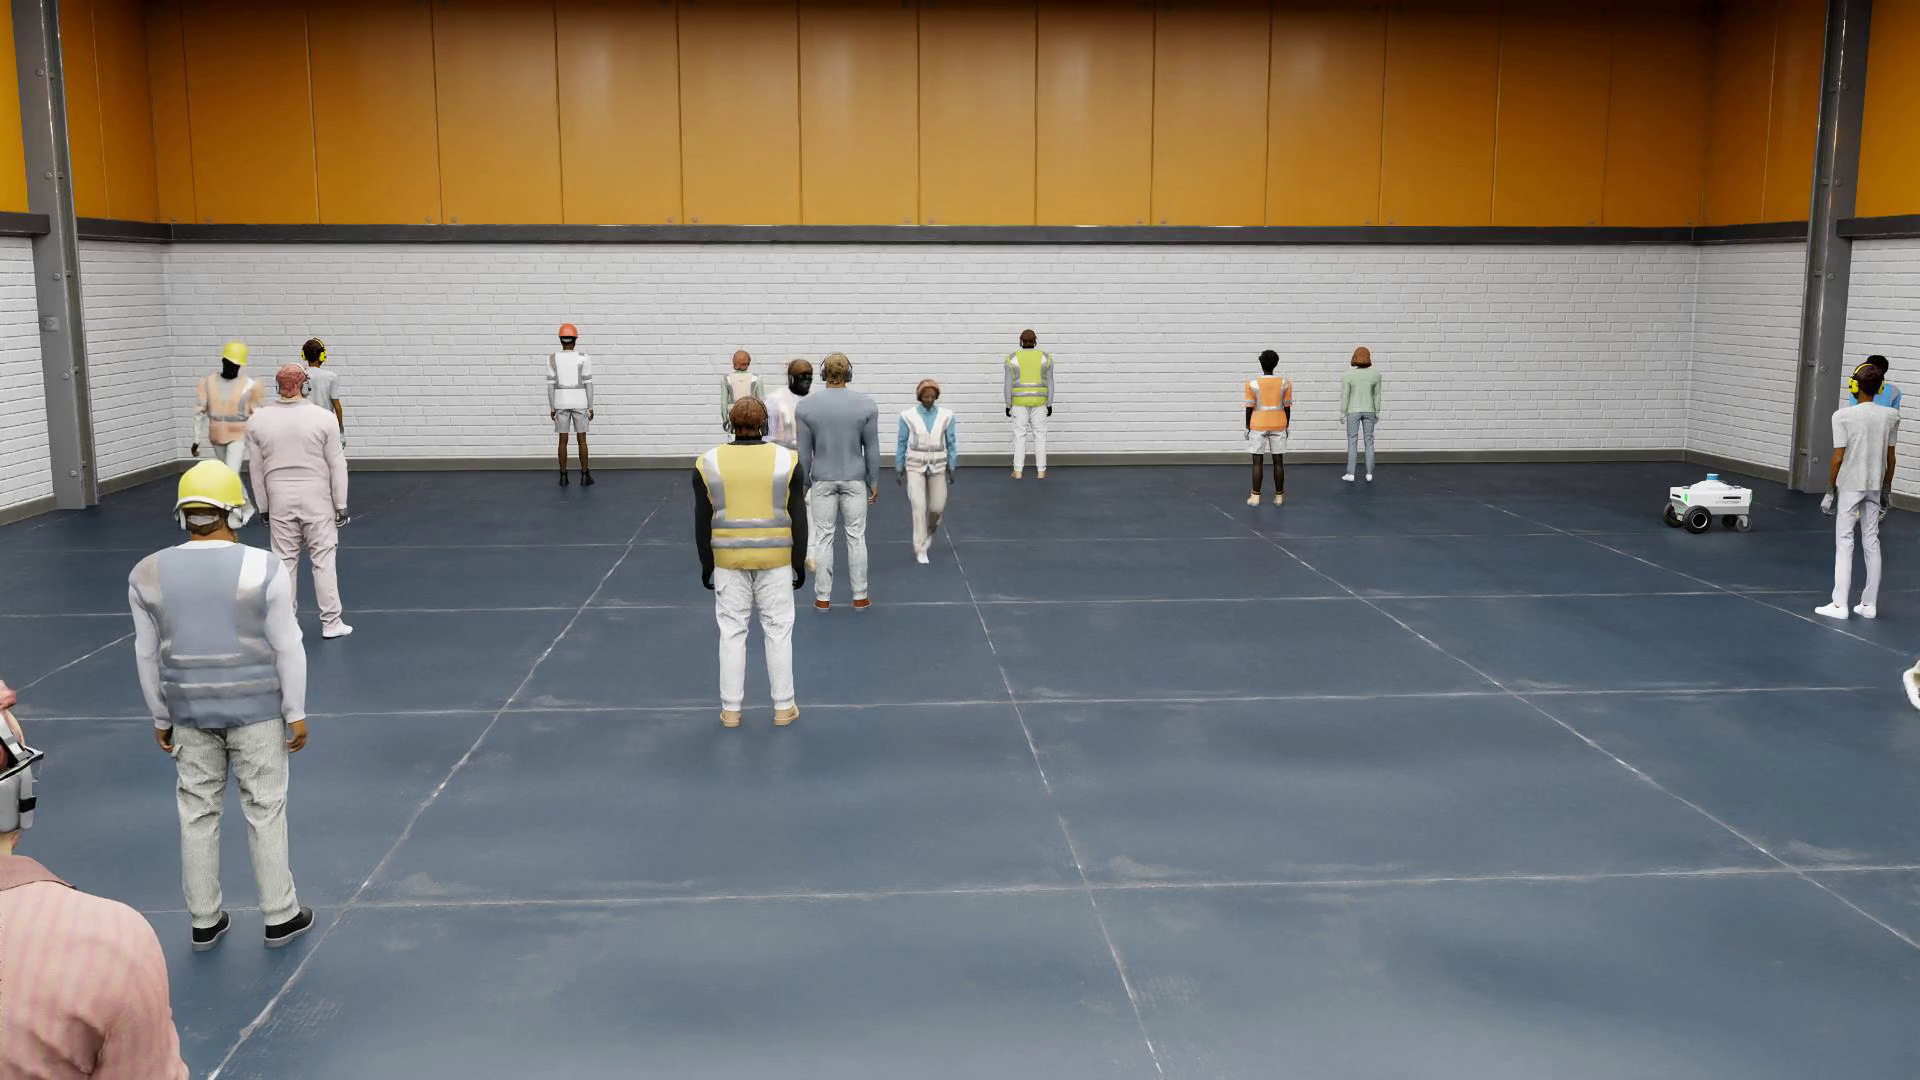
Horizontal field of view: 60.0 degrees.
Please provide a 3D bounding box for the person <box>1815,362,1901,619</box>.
[{"bbox_3d":[6.538,-0.353,12.111,0.509,1.872,0.328,-1,9,-4],"label":"person"}]

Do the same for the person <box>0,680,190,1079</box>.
[{"bbox_3d":[-1.468,1.148,2.571,0.642,1.909,0.410,-1,9,-4],"label":"person"}]

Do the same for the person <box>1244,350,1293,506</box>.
[{"bbox_3d":[3.330,-1.207,18.014,0.533,1.698,0.318,-1,9,-4],"label":"person"}]

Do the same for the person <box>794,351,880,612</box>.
[{"bbox_3d":[-0.905,-0.423,12.333,0.631,1.940,0.372,-1,9,-4],"label":"person"}]

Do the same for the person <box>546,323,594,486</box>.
[{"bbox_3d":[-4.618,-1.603,19.758,0.544,1.936,0.359,-1,9,-4],"label":"person"}]

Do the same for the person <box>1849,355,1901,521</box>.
[{"bbox_3d":[9.254,-1.029,16.901,0.533,1.697,0.318,-1,9,-4],"label":"person"}]

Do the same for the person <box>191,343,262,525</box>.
[{"bbox_3d":[-7.128,-1.009,16.290,0.602,1.858,1.003,0,9,-1],"label":"person"}]

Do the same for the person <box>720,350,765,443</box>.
[{"bbox_3d":[-2.500,-1.365,19.188,0.512,1.641,0.307,-1,9,-4],"label":"person"}]

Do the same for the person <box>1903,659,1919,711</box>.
[{"bbox_3d":[5.578,0.262,9.106,0.480,1.592,0.799,-1,9,-6],"label":"person"}]

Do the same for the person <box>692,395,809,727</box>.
[{"bbox_3d":[-1.150,0.122,9.216,0.627,1.844,0.429,-1,9,-4],"label":"person"}]

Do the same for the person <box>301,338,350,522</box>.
[{"bbox_3d":[-6.417,-1.074,16.673,0.509,1.862,0.328,-1,9,-4],"label":"person"}]

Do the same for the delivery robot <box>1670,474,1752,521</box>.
[{"bbox_3d":[7.341,-0.404,16.253,0.707,0.478,0.477,-1,9,-4],"label":"delivery robot"}]

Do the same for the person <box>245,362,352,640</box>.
[{"bbox_3d":[-4.505,-0.257,11.392,0.642,1.909,0.410,-1,9,-4],"label":"person"}]

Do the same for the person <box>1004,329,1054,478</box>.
[{"bbox_3d":[0.846,-1.672,20.490,0.627,1.843,0.429,-1,9,-4],"label":"person"}]

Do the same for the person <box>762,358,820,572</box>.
[{"bbox_3d":[-1.419,-0.645,14.122,0.667,1.817,0.631,-6,11,-33],"label":"person"}]

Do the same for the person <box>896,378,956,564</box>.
[{"bbox_3d":[-0.311,-0.624,14.590,0.538,1.617,0.581,-2,9,-13],"label":"person"}]

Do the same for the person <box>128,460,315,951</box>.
[{"bbox_3d":[-2.705,0.615,6.155,0.588,1.830,0.404,-1,9,-4],"label":"person"}]

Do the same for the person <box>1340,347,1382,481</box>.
[{"bbox_3d":[4.867,-1.528,20.226,0.498,1.633,0.285,-1,9,-4],"label":"person"}]
